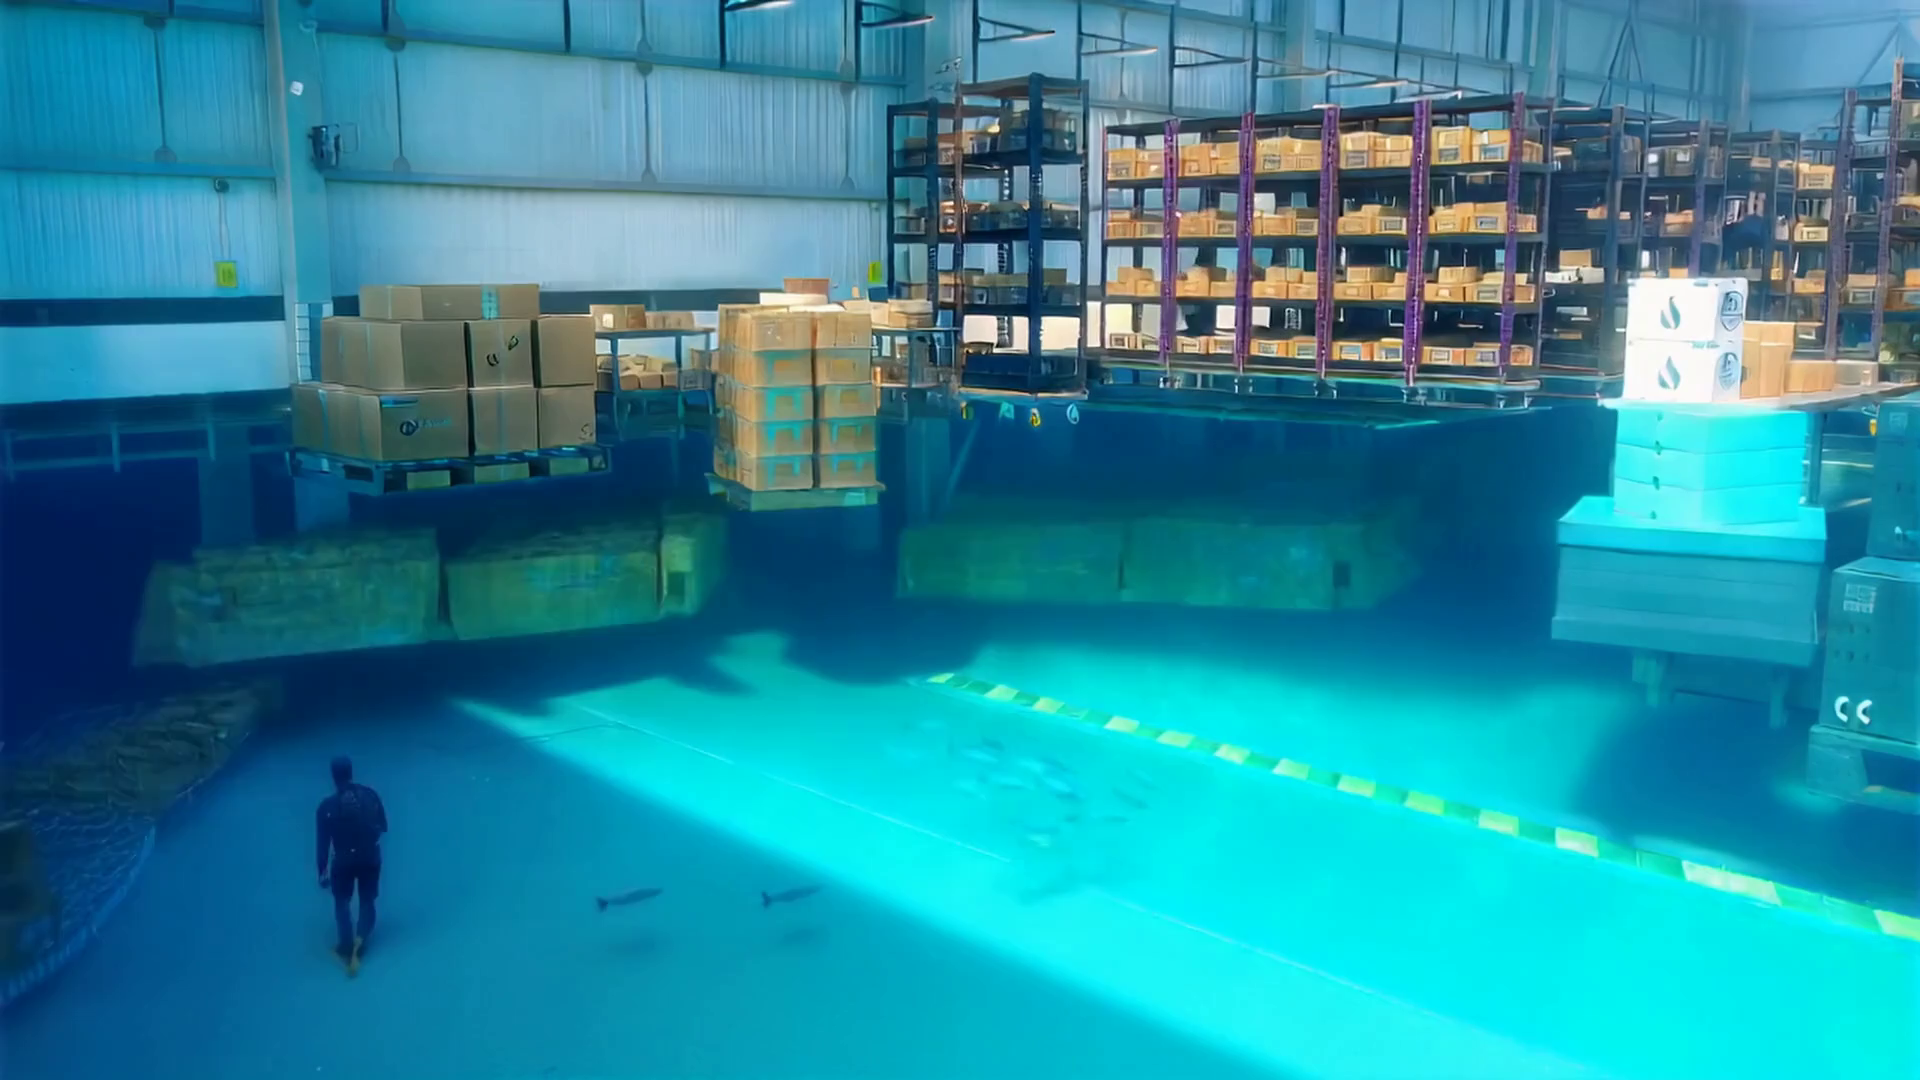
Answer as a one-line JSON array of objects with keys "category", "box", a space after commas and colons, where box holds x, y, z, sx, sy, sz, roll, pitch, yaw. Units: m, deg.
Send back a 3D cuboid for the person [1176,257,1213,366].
[{"category": "person", "box": [3.728, -3.503, 25.907, 0.607, 1.799, 0.844, 9, 13, 44]}]
